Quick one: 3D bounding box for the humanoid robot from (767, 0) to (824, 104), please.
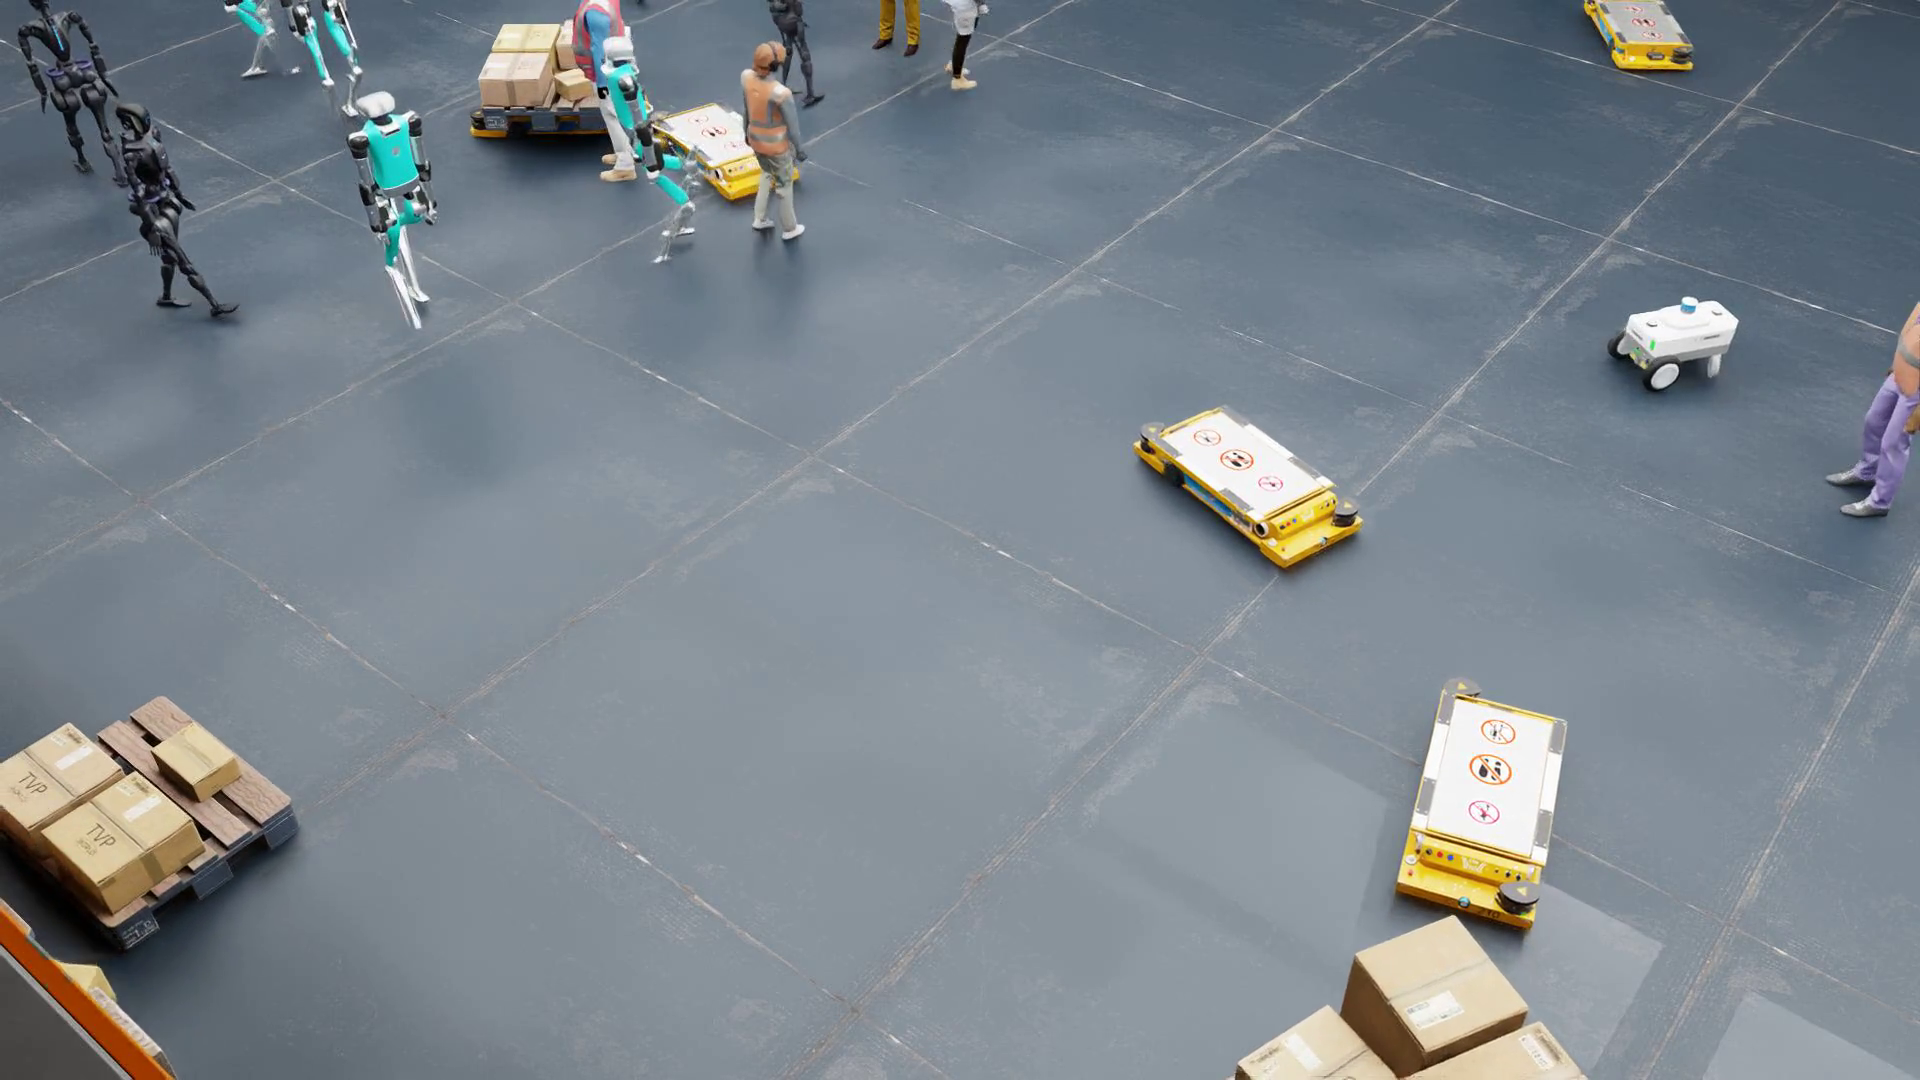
[{"bbox_3d":[-1.472,-4.647,14.462,0.395,1.648,0.601,-16,43,-18],"label":"humanoid robot"}]

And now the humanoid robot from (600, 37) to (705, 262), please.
[{"bbox_3d":[-2.178,-2.917,12.385,0.806,1.777,0.532,-17,43,-19],"label":"humanoid robot"}]

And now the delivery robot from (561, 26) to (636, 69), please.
[{"bbox_3d":[-3.352,-4.462,15.096,0.773,0.582,0.499,0,40,0],"label":"delivery robot"}]

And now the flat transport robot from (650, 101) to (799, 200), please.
[{"bbox_3d":[-2.004,-3.292,13.951,0.659,0.231,1.431,-25,46,-26],"label":"flat transport robot"}]

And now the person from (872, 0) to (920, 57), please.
[{"bbox_3d":[-0.587,-5.307,15.172,0.524,1.758,0.341,19,44,21],"label":"person"}]

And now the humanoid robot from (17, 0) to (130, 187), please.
[{"bbox_3d":[-7.114,-3.675,13.330,0.583,1.630,0.712,-28,48,-29],"label":"humanoid robot"}]

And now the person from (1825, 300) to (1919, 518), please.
[{"bbox_3d":[5.715,-0.911,9.946,0.399,1.829,0.578,6,41,7],"label":"person"}]

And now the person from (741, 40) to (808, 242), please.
[{"bbox_3d":[-1.399,-2.991,12.538,0.529,1.626,0.394,30,49,30],"label":"person"}]

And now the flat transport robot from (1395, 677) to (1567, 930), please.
[{"bbox_3d":[2.698,1.311,8.535,0.659,0.231,1.431,14,42,16],"label":"flat transport robot"}]

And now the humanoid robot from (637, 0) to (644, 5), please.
[{"bbox_3d":[-3.265,-6.107,16.153,0.530,1.781,0.996,-29,48,-30],"label":"humanoid robot"}]

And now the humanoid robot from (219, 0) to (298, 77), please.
[{"bbox_3d":[-6.310,-4.844,14.721,0.719,1.906,0.563,-22,45,-24],"label":"humanoid robot"}]

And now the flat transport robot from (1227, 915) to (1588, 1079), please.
[{"bbox_3d":[1.852,2.655,6.954,0.659,0.231,1.431,-16,43,-18],"label":"flat transport robot"}]

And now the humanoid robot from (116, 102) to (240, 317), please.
[{"bbox_3d":[-5.596,-2.345,11.767,0.699,1.635,0.609,0,40,0],"label":"humanoid robot"}]

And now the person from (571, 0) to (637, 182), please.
[{"bbox_3d":[-2.860,-3.772,13.313,0.431,1.836,0.625,-4,41,-5],"label":"person"}]

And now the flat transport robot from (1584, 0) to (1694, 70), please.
[{"bbox_3d":[6.426,-4.836,15.767,0.659,0.231,1.431,2,40,2],"label":"flat transport robot"}]

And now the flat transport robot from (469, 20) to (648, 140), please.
[{"bbox_3d":[-3.483,-3.732,14.468,1.431,0.231,0.659,0,40,0],"label":"flat transport robot"}]

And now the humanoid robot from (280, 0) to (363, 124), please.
[{"bbox_3d":[-5.361,-4.300,14.079,0.542,1.879,0.727,-25,46,-26],"label":"humanoid robot"}]

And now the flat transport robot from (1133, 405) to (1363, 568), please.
[{"bbox_3d":[1.805,-0.384,10.529,0.659,0.231,1.431,-24,46,-26],"label":"flat transport robot"}]

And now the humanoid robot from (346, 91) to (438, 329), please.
[{"bbox_3d":[-4.032,-2.359,11.737,0.770,1.812,0.539,32,50,32],"label":"humanoid robot"}]

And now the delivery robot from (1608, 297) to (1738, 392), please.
[{"bbox_3d":[4.931,-1.385,11.502,0.785,0.614,0.499,-11,42,-13],"label":"delivery robot"}]

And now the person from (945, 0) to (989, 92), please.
[{"bbox_3d":[0.051,-4.754,14.575,0.392,1.683,0.540,-14,42,-16],"label":"person"}]
